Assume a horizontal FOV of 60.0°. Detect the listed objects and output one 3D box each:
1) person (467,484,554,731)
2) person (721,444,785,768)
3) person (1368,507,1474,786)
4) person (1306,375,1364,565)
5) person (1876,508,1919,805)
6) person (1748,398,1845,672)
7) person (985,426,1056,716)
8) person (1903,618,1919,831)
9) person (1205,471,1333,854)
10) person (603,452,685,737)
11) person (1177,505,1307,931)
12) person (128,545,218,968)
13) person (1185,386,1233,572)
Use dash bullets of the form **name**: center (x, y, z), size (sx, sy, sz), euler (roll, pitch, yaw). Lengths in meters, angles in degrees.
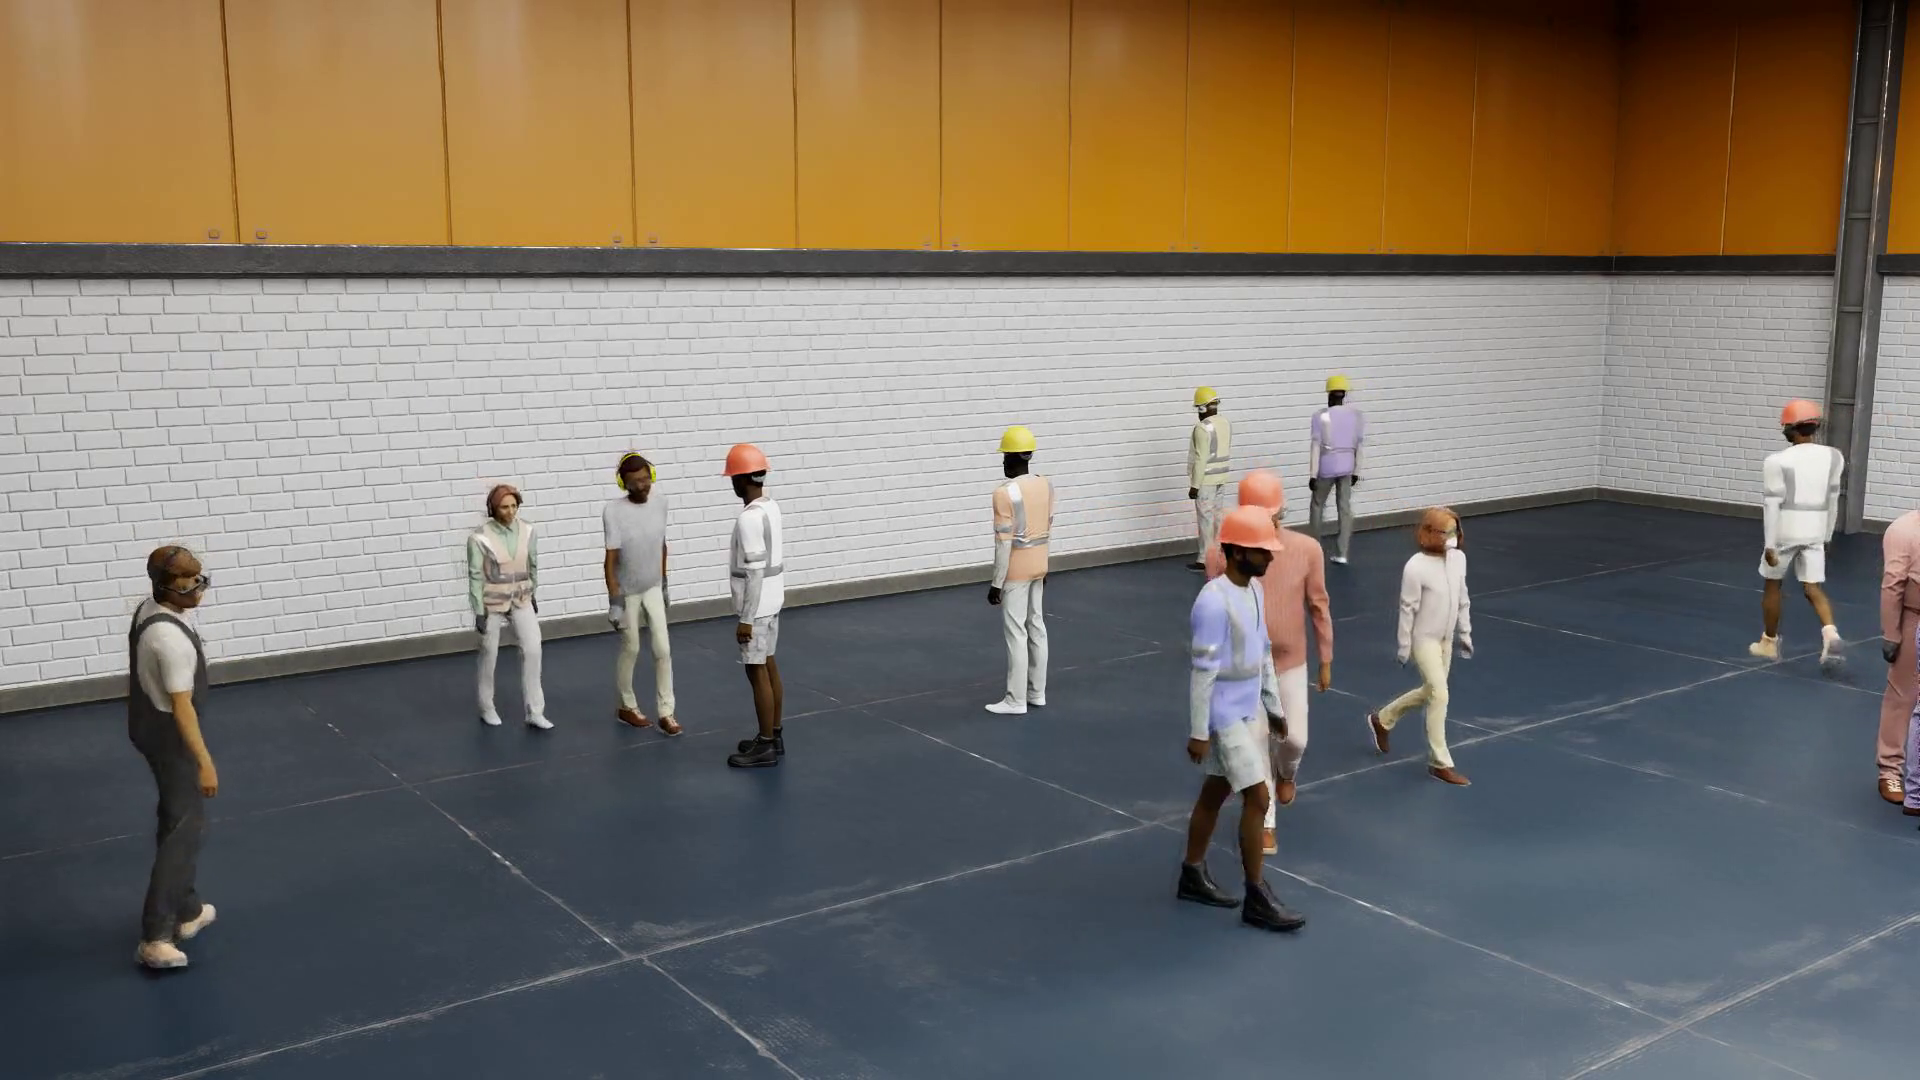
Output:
- **person**: center (-2.882, 0.440, 10.625), size (0.523, 1.595, 0.772), euler (-8, 12, -41)
- **person**: center (-1.239, 0.391, 9.910), size (0.365, 1.929, 0.553), euler (1, 9, 7)
- **person**: center (2.706, 0.582, 9.727), size (0.492, 1.604, 0.718), euler (-8, 12, -40)
- **person**: center (3.758, -0.725, 16.891), size (0.623, 1.890, 0.876), euler (-2, 9, -14)
- **person**: center (5.426, 0.518, 9.201), size (0.643, 1.910, 0.400), euler (0, 9, 1)
- **person**: center (6.232, -0.039, 12.307), size (0.610, 2.015, 0.864), euler (0, 9, -2)
- **person**: center (0.390, 0.205, 11.070), size (0.370, 1.927, 0.588), euler (7, 11, 36)
- **person**: center (5.252, 0.593, 8.742), size (0.399, 1.909, 0.642), euler (3, 10, 19)
- **person**: center (1.575, 0.598, 8.545), size (0.657, 1.958, 0.692), euler (1, 9, 8)
- **person**: center (-1.992, 0.348, 10.508), size (0.562, 1.815, 0.816), euler (-8, 12, -39)
- **person**: center (1.331, 0.795, 7.519), size (0.810, 1.905, 0.554), euler (5, 10, 27)
- **person**: center (-3.402, 0.906, 7.143), size (0.376, 1.808, 0.684), euler (-7, 11, -36)
- **person**: center (2.423, -0.592, 16.309), size (0.403, 1.822, 0.588), euler (7, 12, 37)
